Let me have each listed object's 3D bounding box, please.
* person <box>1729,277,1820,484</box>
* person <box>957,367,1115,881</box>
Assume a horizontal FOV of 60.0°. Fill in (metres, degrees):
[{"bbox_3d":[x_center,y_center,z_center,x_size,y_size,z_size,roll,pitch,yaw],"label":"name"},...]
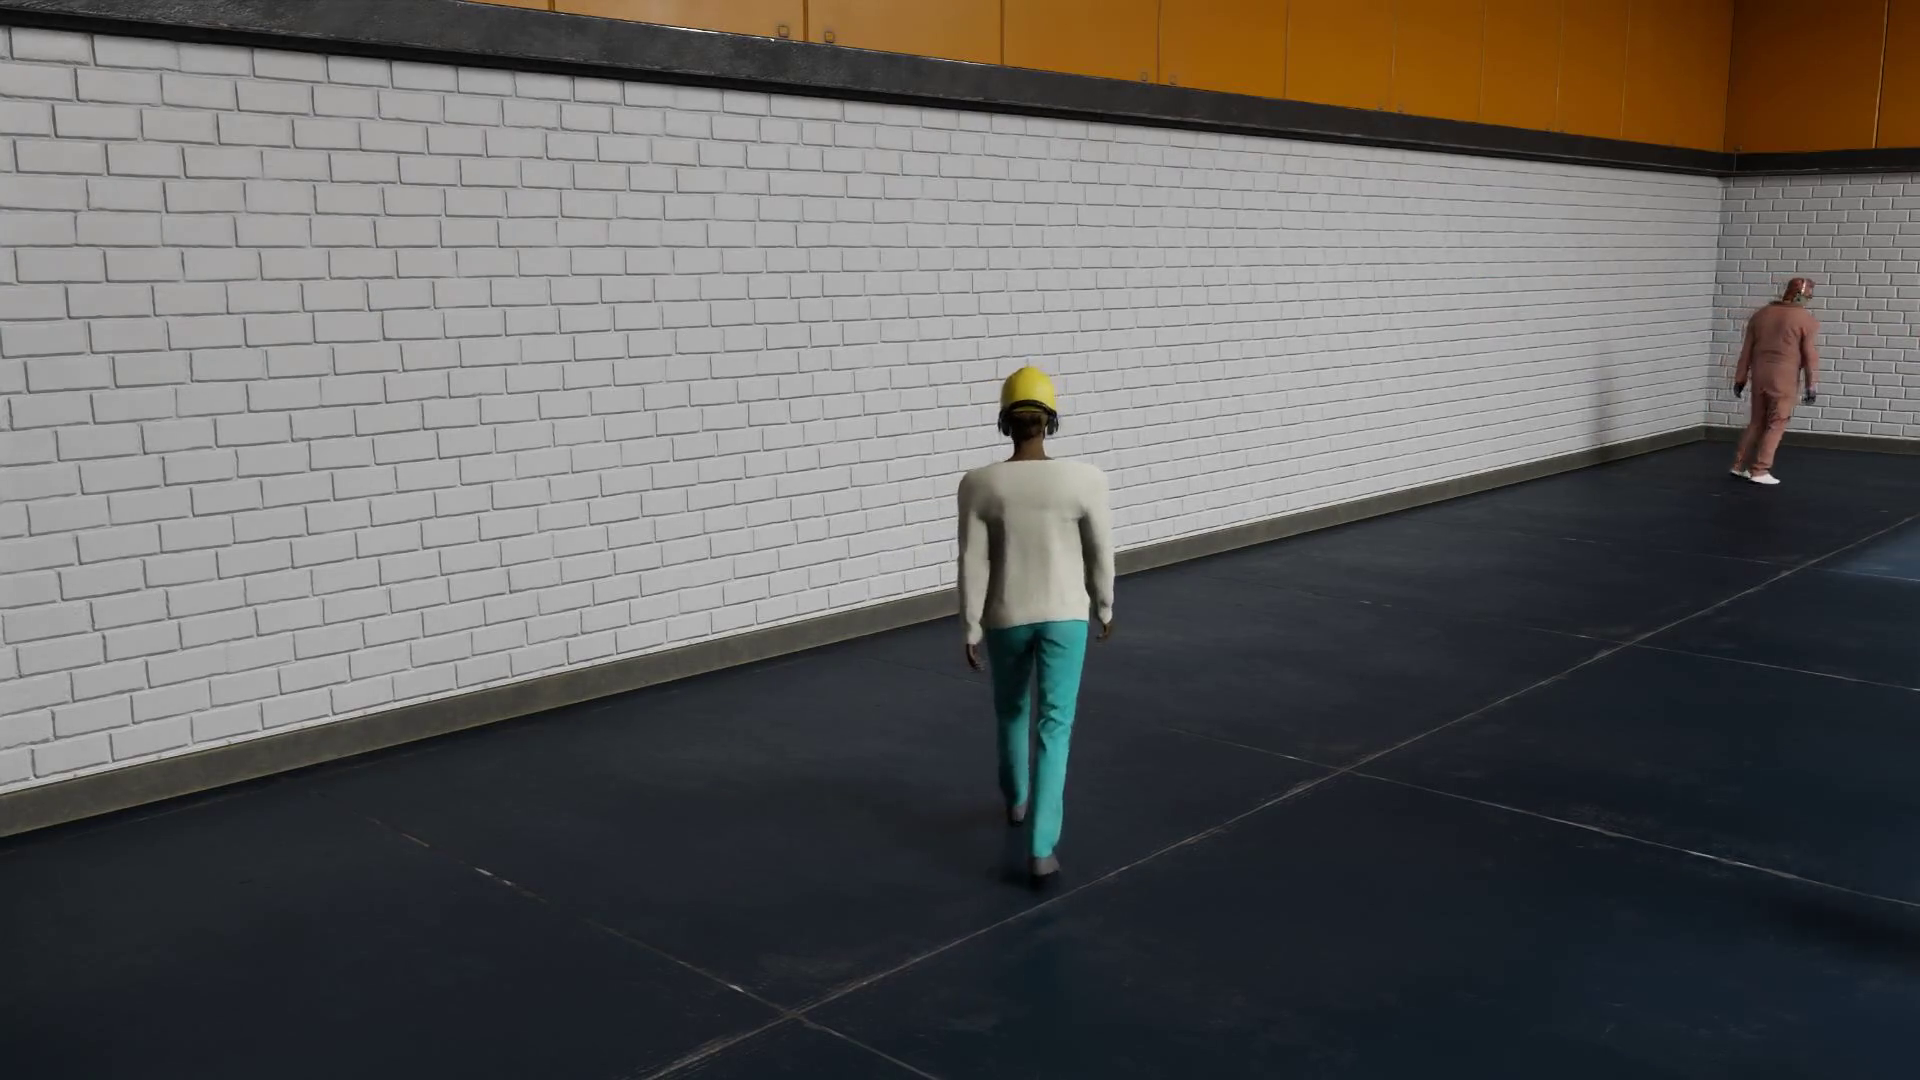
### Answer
[{"bbox_3d":[7.363,-1.422,14.972,0.500,1.866,0.668,-5,11,-27],"label":"person"},{"bbox_3d":[0.264,0.264,5.798,0.531,1.722,0.879,2,10,11],"label":"person"}]
